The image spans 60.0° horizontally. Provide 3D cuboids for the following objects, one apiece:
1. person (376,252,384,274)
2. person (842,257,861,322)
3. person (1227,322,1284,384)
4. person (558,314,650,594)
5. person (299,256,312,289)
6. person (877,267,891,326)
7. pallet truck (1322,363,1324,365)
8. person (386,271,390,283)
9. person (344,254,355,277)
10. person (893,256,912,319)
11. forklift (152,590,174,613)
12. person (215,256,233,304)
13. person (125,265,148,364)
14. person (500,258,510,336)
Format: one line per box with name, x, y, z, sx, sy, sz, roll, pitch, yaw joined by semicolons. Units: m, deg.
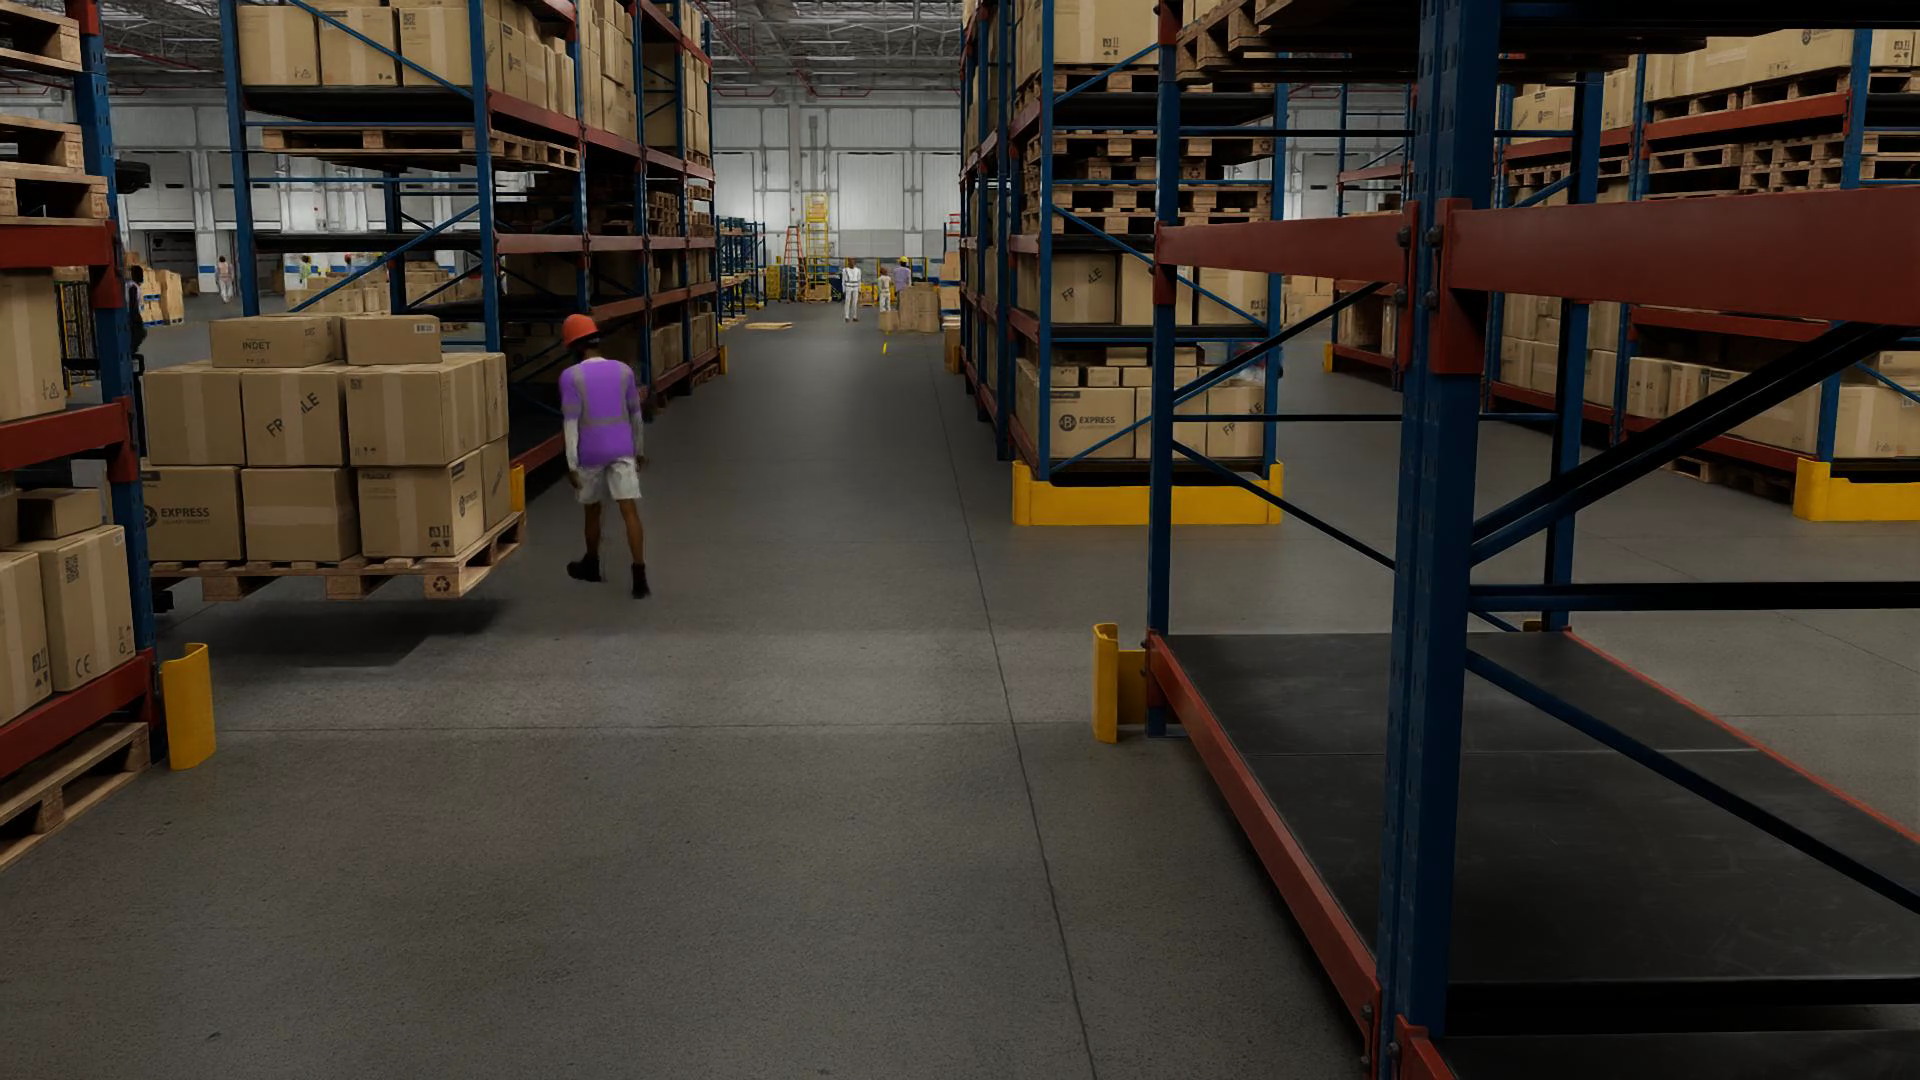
person;-23.977;-10.949;68.809;0.493;1.913;0.620;-2;10;-12
person;-3.148;-7.281;48.463;0.574;1.882;0.358;-5;11;-24
person;3.476;-2.030;19.448;0.627;1.799;0.932;-1;10;-5
person;-2.370;-0.574;11.163;0.651;1.869;0.995;-6;12;-32
person;-25.447;-10.195;64.943;0.871;1.798;0.652;1;10;7
person;-2.122;-6.800;46.459;0.307;1.641;0.512;8;13;38
pallet truck;7.712;-4.157;30.737;1.885;1.965;0.823;3;11;16
person;-18.785;-8.389;55.183;0.321;1.694;0.534;7;12;35
person;-22.252;-9.523;60.921;0.957;1.904;0.565;-9;14;-42
person;-1.662;-7.317;48.540;0.594;1.924;0.382;6;12;29
forklift;-5.858;-0.811;9.639;1.873;2.768;1.129;-1;10;-3
person;-27.929;-9.862;63.122;0.633;1.794;0.962;-6;12;-30
person;-15.880;-4.331;32.000;0.459;1.893;0.670;-5;11;-28
person;-10.048;-5.231;36.603;0.704;2.000;1.024;0;10;-1
